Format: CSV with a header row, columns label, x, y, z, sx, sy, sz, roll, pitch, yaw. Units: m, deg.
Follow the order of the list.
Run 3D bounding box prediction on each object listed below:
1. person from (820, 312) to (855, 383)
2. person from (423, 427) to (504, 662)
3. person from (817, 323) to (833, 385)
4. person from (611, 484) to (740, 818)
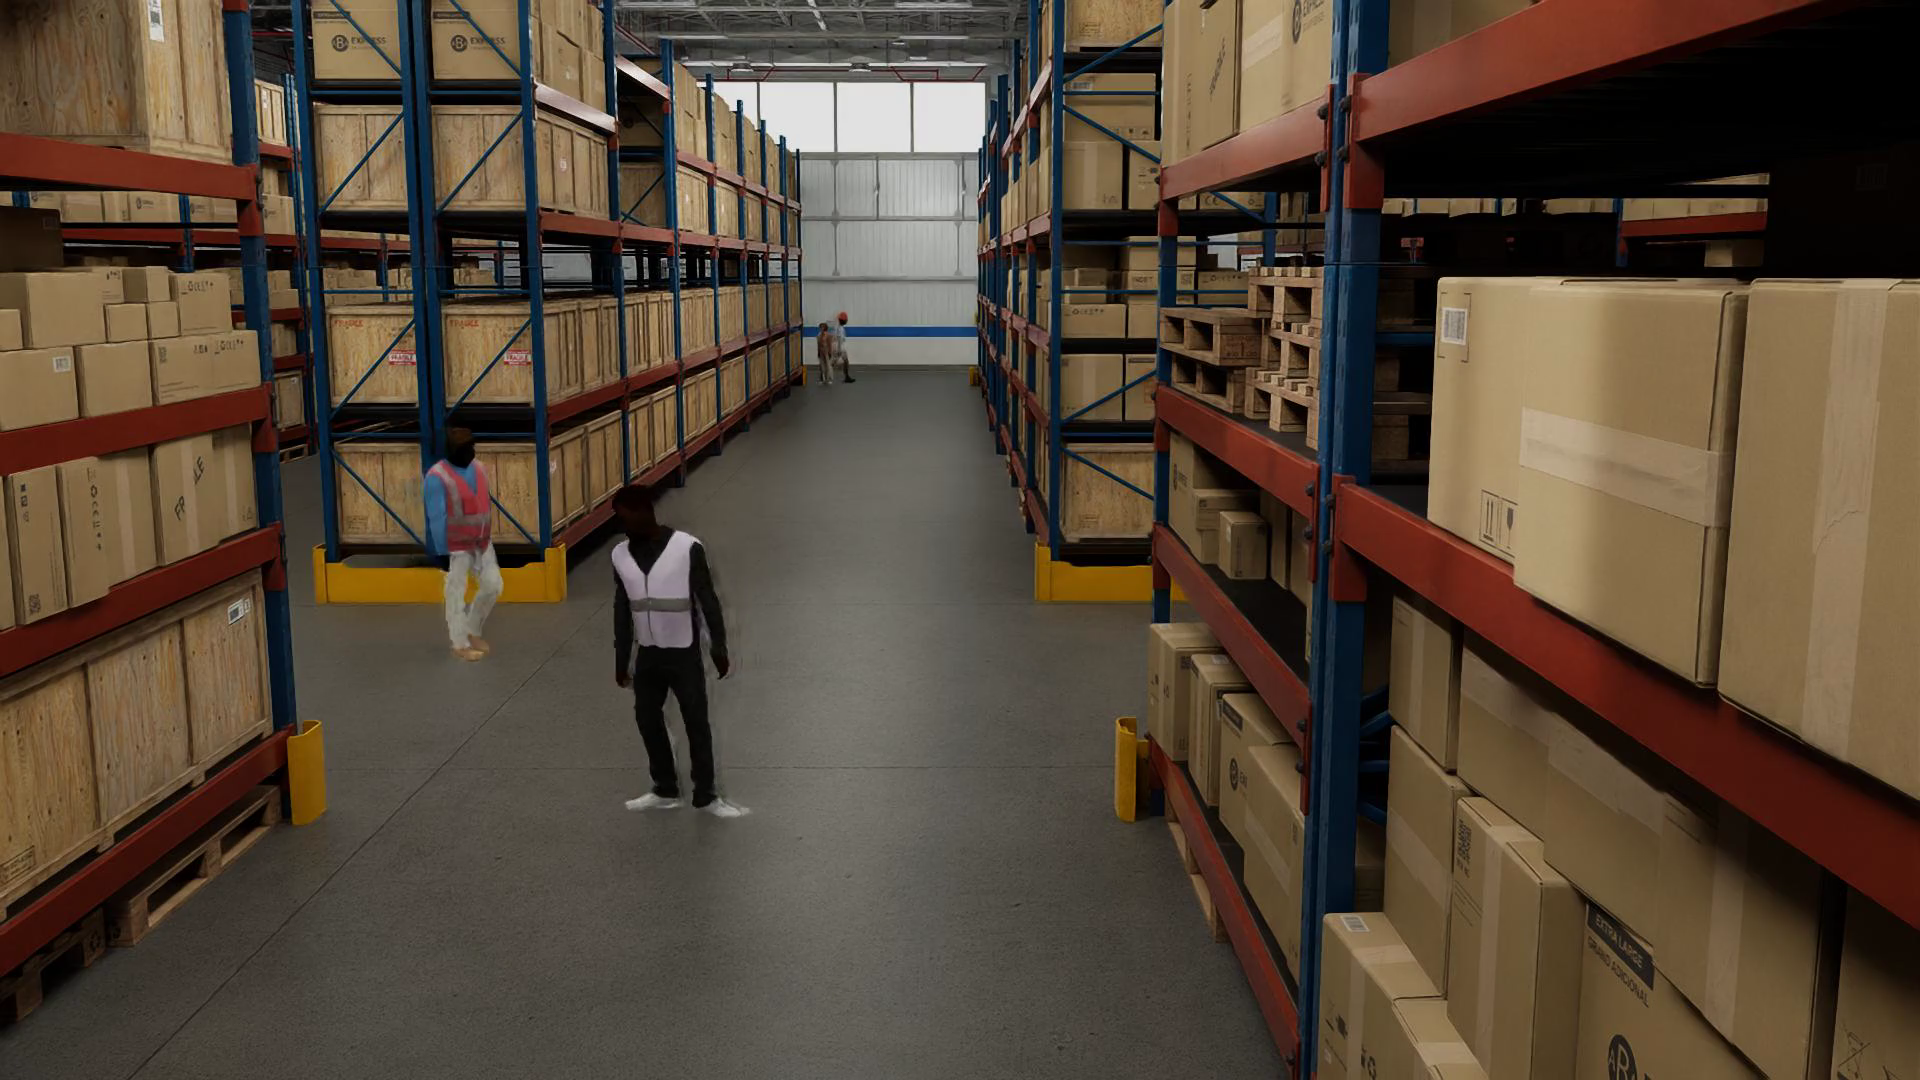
label,x,y,z,sx,sy,sz,roll,pitch,yaw
person,-3.266,-5.111,44.218,0.914,1.898,0.552,-3,10,-17
person,-3.824,0.038,12.838,0.452,1.829,0.656,5,10,28
person,-3.536,-4.888,43.684,0.328,1.627,0.525,-9,13,-43
person,-1.553,0.619,9.171,0.745,1.876,0.384,3,10,20
